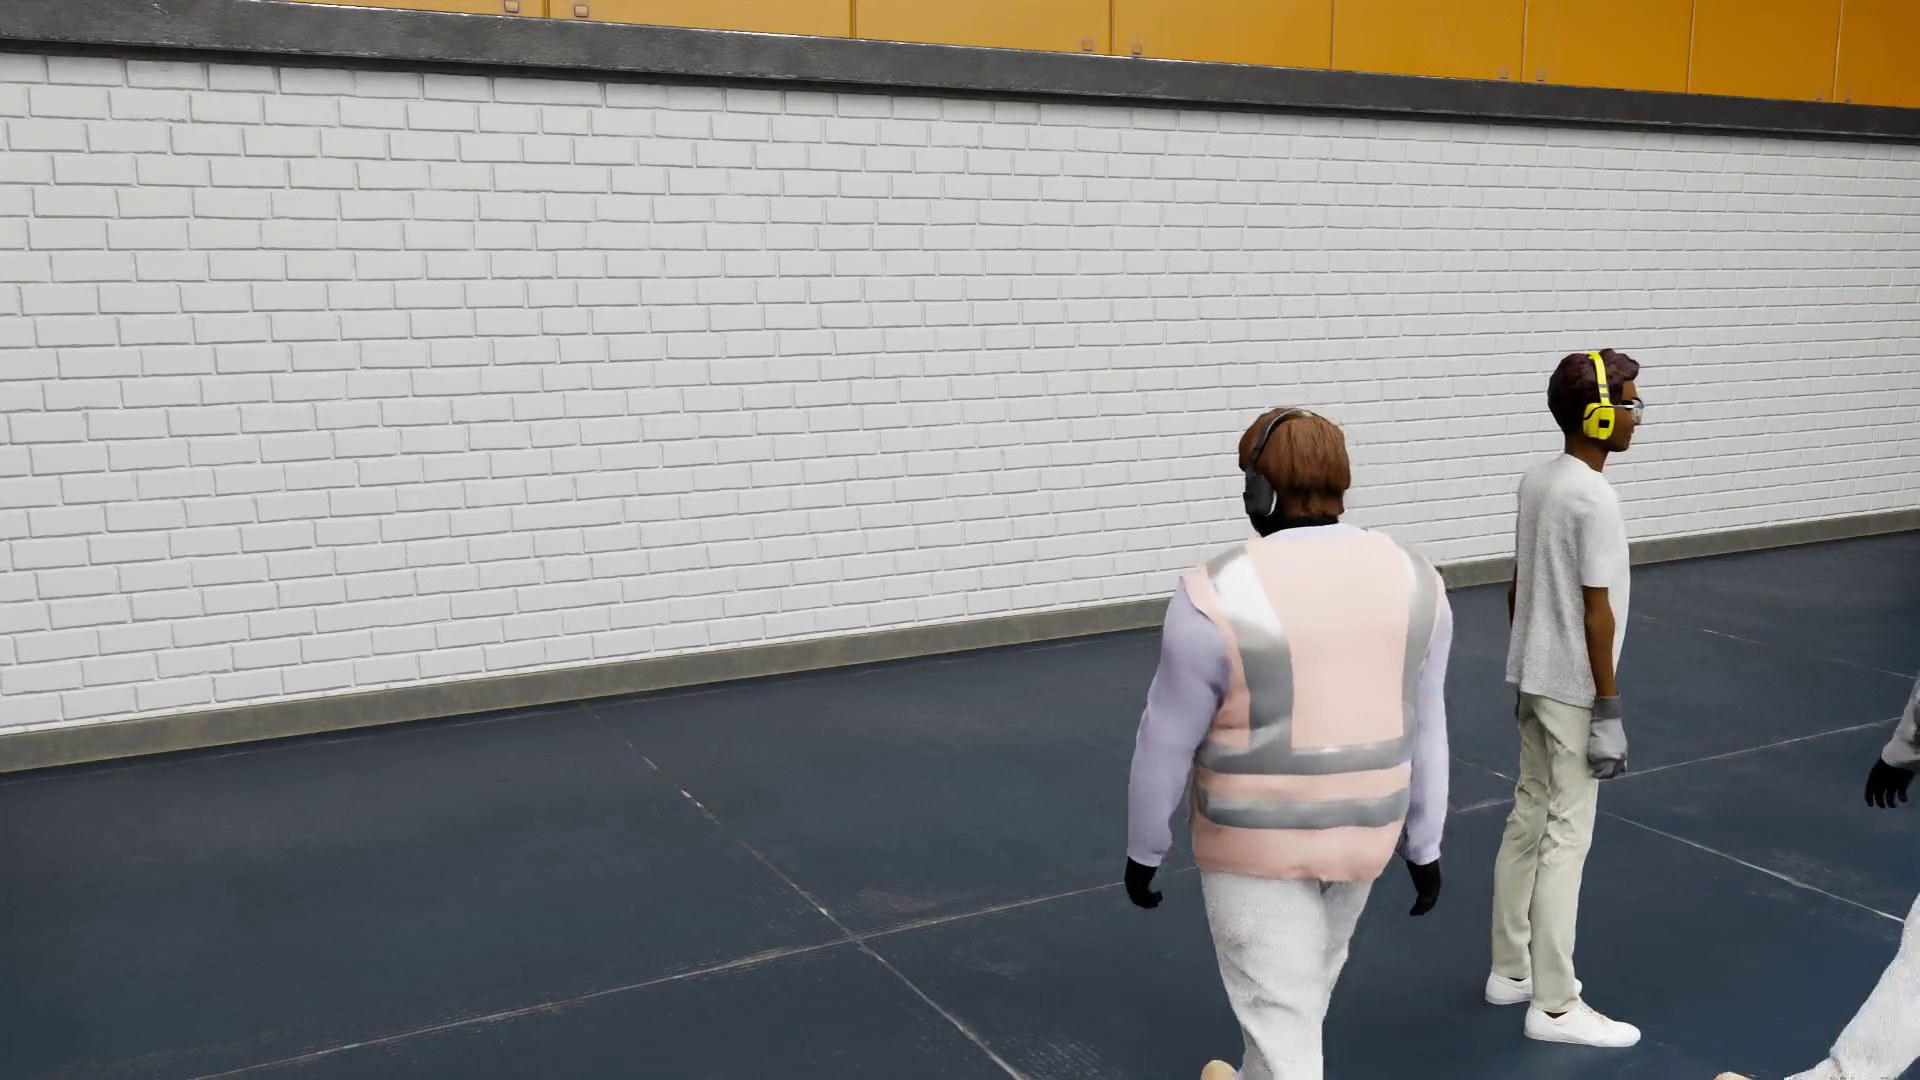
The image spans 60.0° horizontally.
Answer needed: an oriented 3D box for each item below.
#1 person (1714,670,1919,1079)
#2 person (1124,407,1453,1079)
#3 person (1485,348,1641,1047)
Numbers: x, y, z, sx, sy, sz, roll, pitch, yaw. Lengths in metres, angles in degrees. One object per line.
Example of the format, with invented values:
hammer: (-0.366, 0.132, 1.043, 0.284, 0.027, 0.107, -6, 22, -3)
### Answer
person: (2.274, 0.585, 3.772, 0.975, 1.787, 0.633, 4, 11, 21)
person: (0.645, 0.616, 3.582, 0.656, 1.801, 0.903, -4, 11, -21)
person: (1.657, 0.419, 4.517, 0.332, 1.874, 0.520, -1, 10, -4)
